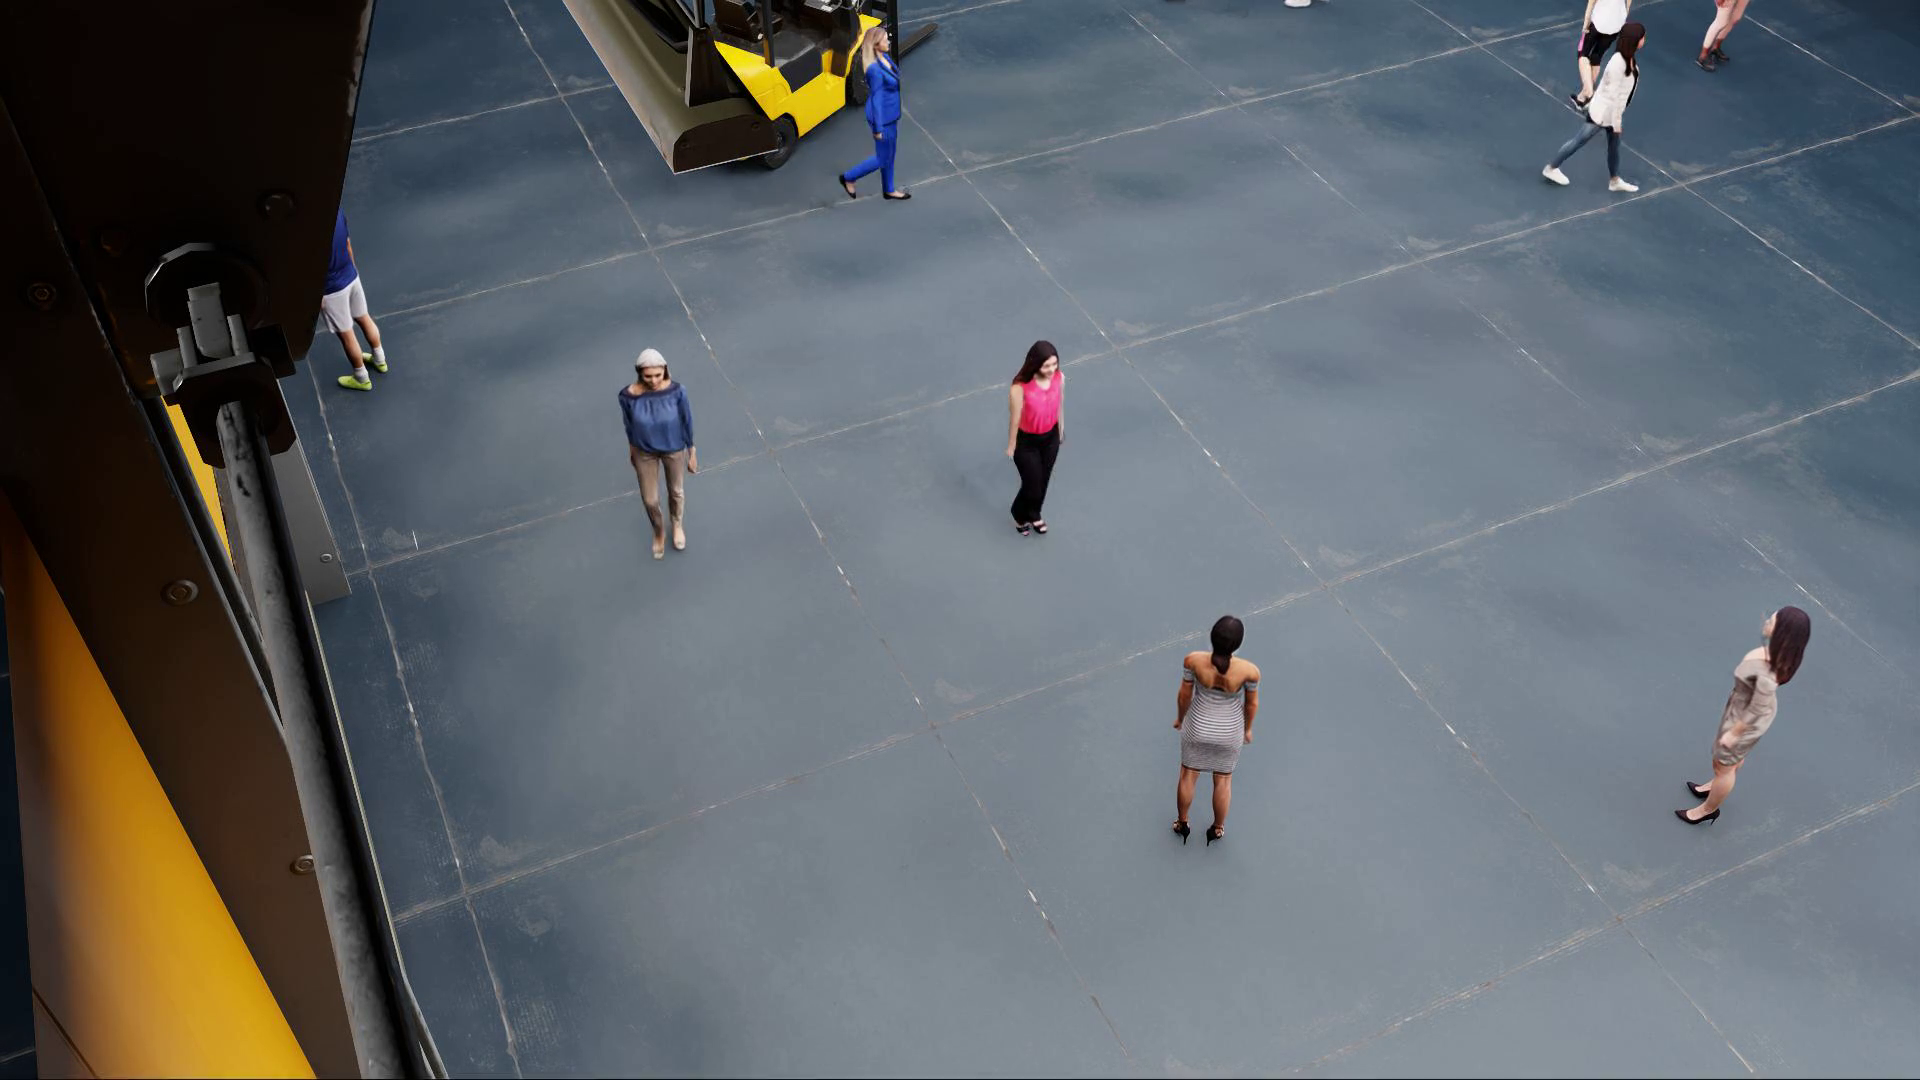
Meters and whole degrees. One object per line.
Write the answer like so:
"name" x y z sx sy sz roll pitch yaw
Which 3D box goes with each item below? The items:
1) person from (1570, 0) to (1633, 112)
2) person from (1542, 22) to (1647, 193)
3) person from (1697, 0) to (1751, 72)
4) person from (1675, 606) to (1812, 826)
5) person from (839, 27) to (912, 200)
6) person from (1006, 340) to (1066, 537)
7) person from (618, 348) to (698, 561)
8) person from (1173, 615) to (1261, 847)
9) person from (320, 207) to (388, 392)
"person" 6.115 -4.833 15.707 0.779 1.774 0.908 -3 44 -3
"person" 5.655 -3.823 14.771 1.158 1.603 0.996 22 48 21
"person" 7.681 -5.493 16.449 0.641 1.706 0.592 -21 47 -21
"person" 4.531 1.022 9.581 0.668 1.746 0.669 27 50 25
"person" -0.776 -3.691 14.571 0.890 1.688 0.920 -1 44 -1
"person" 0.475 -0.711 11.471 0.653 1.648 0.666 -27 50 -26
"person" -2.052 -0.657 11.385 0.689 1.690 0.689 -7 44 -7
"person" 1.428 1.099 9.446 0.683 1.822 0.722 10 45 10
"person" -4.737 -1.961 12.645 0.769 1.838 0.716 16 46 16
